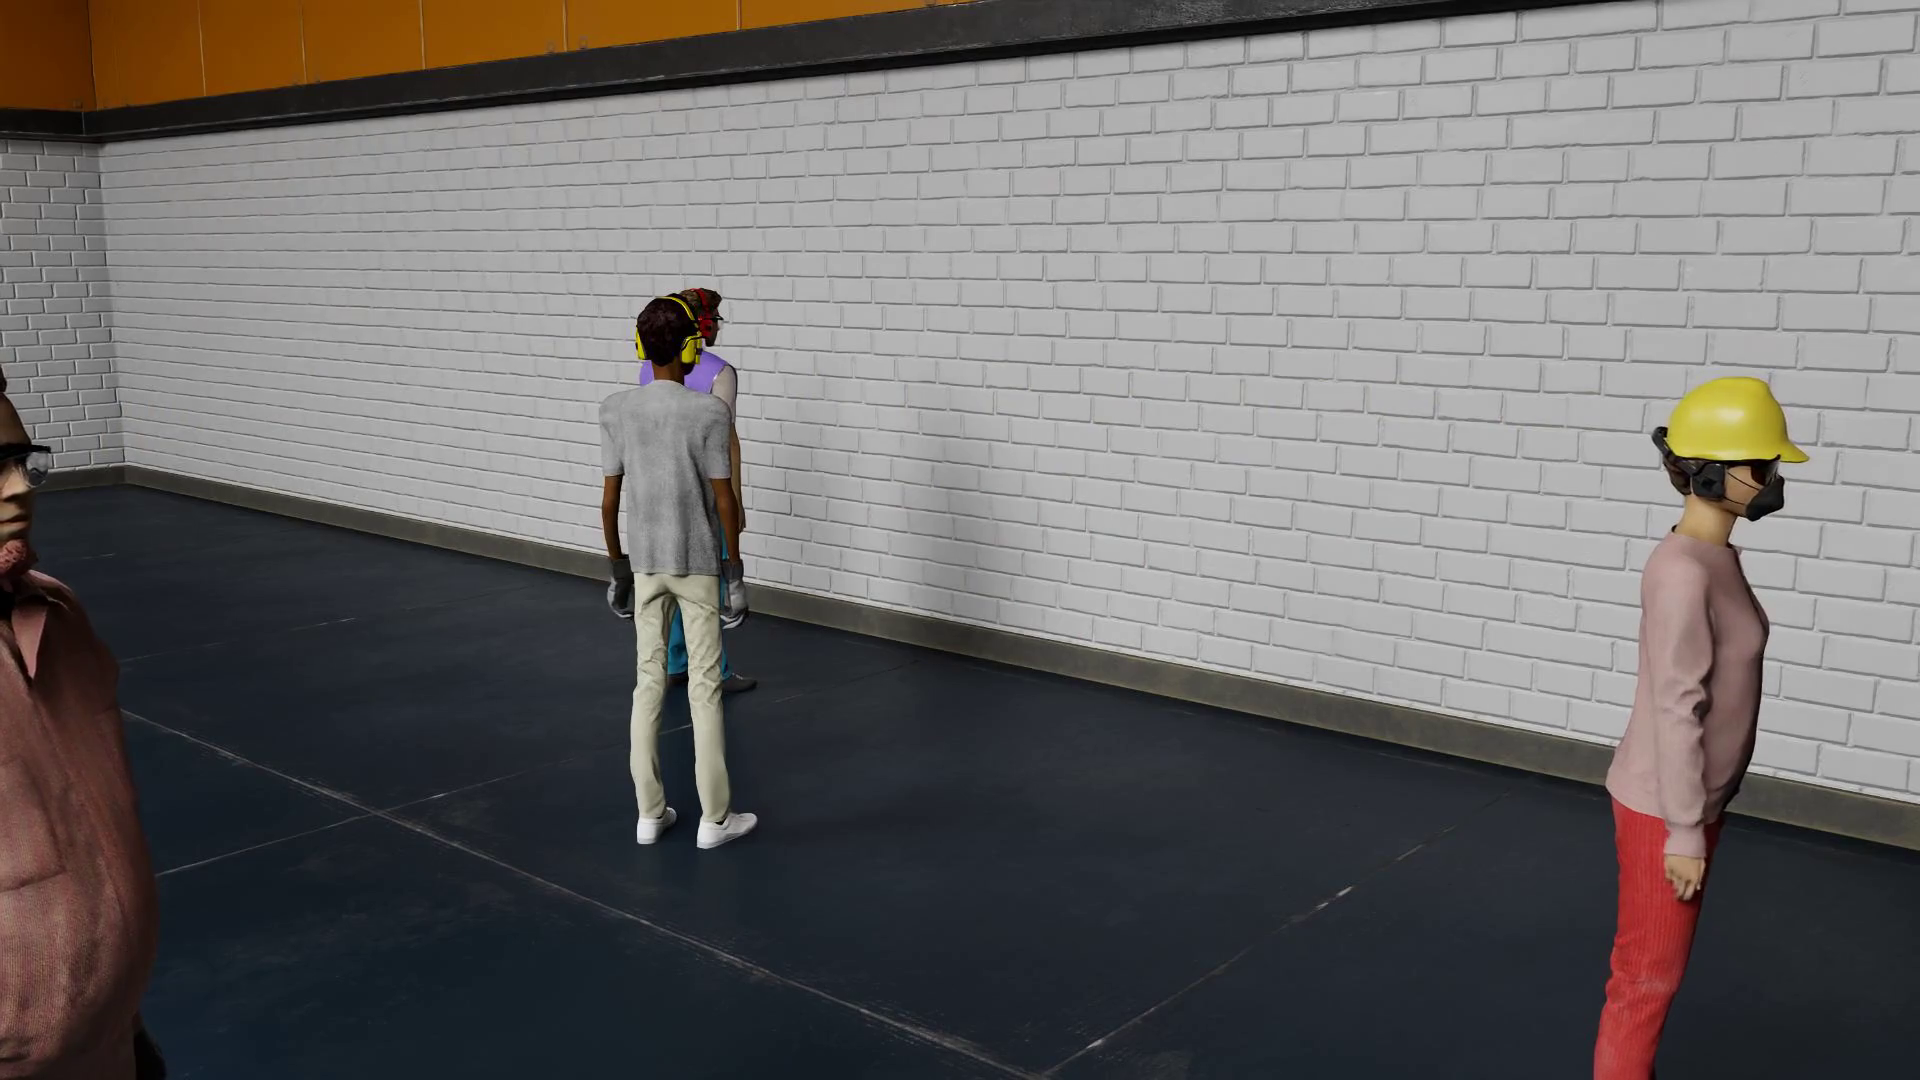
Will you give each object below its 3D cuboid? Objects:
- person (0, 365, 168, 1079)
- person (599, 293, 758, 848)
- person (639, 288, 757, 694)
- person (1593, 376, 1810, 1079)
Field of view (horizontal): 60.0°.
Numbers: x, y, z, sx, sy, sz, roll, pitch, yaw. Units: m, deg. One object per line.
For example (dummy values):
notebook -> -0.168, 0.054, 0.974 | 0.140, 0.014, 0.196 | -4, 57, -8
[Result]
person -> -1.237, 0.706, 2.148 | 0.407, 1.908, 0.641 | 0, 10, 1
person -> -0.958, 0.112, 5.625 | 0.519, 1.873, 0.328 | 3, 10, 15
person -> -1.216, -0.210, 7.542 | 0.570, 1.840, 0.372 | 7, 12, 36
person -> 1.517, 0.546, 3.450 | 0.322, 1.769, 0.523 | 5, 11, 28
